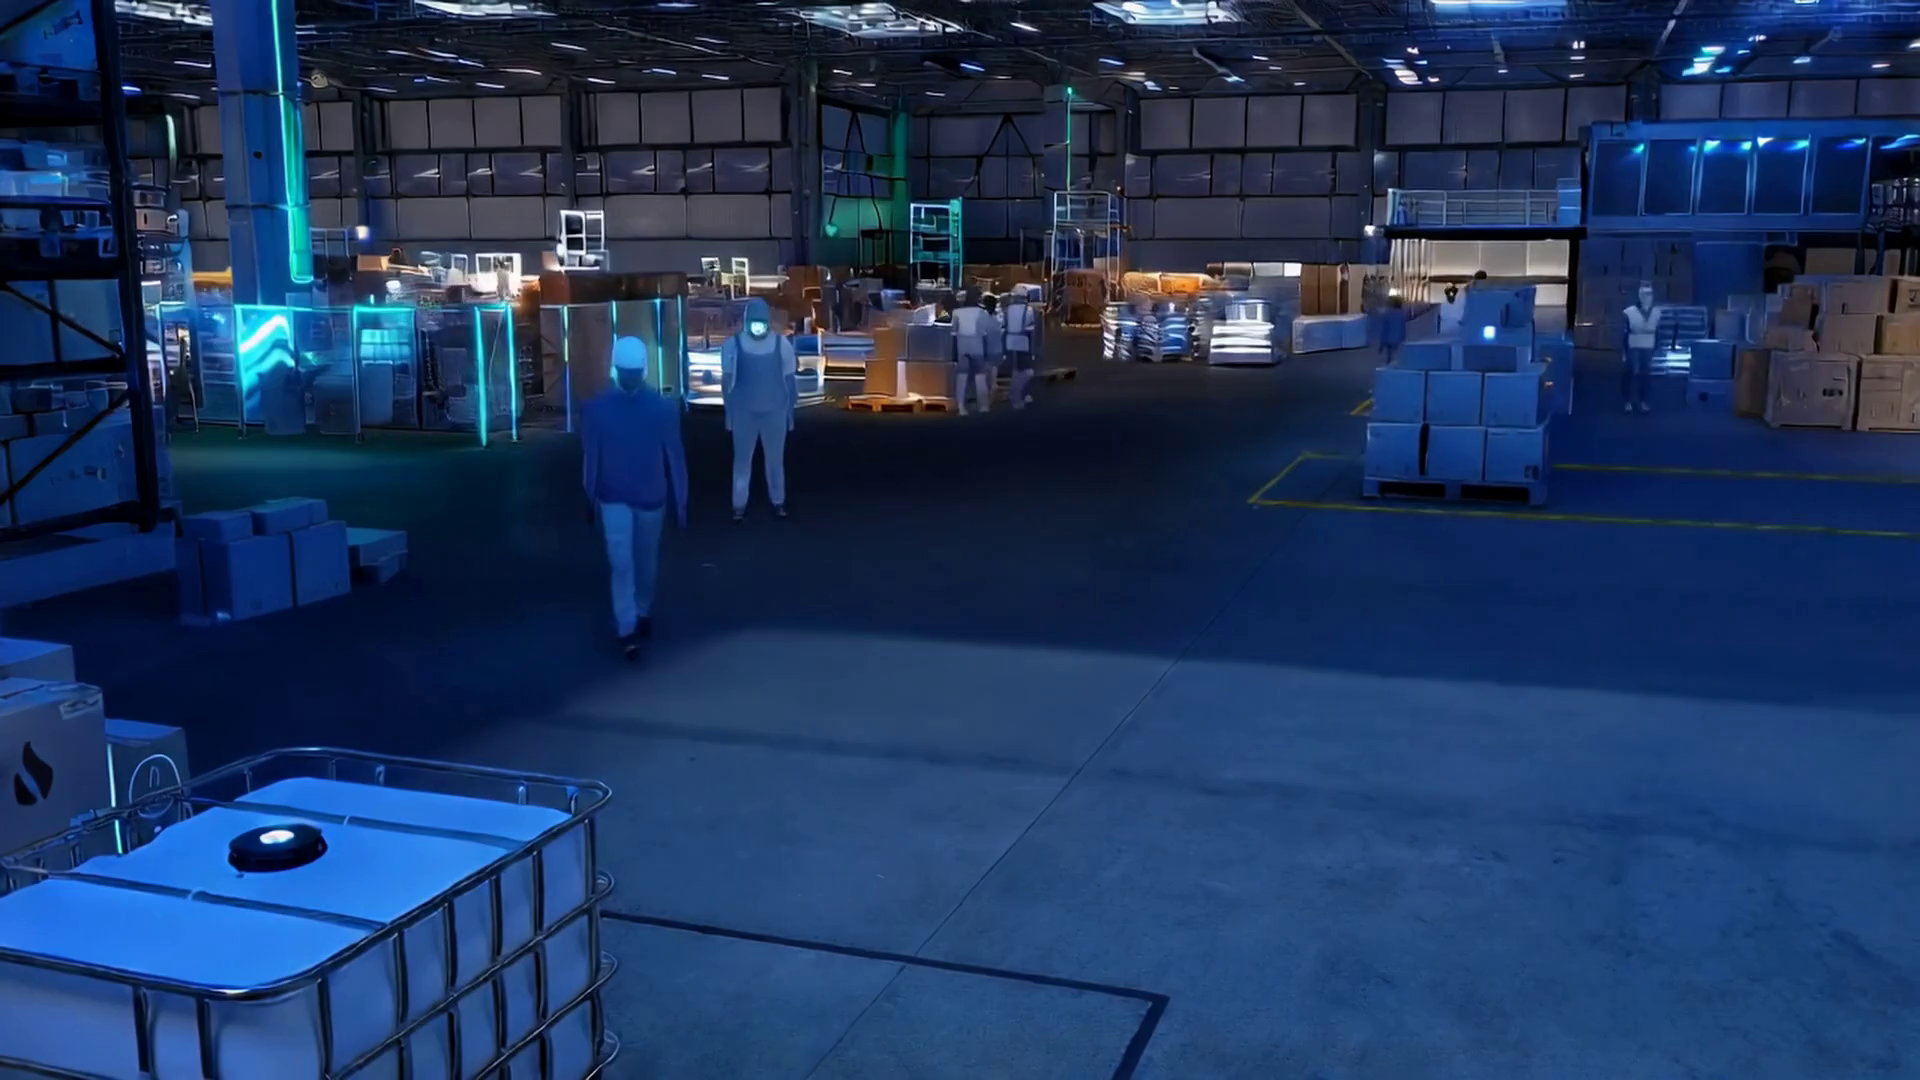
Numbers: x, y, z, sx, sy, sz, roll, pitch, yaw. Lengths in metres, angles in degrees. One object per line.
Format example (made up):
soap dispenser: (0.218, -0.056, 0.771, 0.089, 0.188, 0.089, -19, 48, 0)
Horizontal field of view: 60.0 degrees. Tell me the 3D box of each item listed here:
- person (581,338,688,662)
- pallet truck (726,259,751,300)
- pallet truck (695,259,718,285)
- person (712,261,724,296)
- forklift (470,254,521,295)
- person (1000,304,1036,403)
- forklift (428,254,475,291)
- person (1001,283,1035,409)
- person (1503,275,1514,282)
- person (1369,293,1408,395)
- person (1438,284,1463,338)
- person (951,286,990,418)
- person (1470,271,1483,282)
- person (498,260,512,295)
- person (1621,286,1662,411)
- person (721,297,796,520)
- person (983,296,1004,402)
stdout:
person: (-1.984, -0.260, 10.182, 0.634, 1.933, 1.081, -2, 10, -13)
pallet truck: (-7.986, -9.493, 62.019, 0.823, 1.965, 1.885, 3, 11, 17)
pallet truck: (-9.165, -9.627, 62.776, 0.823, 1.965, 1.885, 4, 11, 23)
person: (-8.787, -9.159, 60.395, 0.403, 1.906, 0.652, 1, 10, 5)
forklift: (-17.990, -10.121, 64.684, 1.157, 1.987, 2.680, 3, 11, 17)
person: (0.924, -2.994, 26.519, 0.526, 1.586, 0.809, -9, 13, -40)
forklift: (-20.133, -10.254, 65.465, 1.157, 1.987, 2.680, 3, 11, 19)
person: (0.880, -2.933, 25.281, 0.577, 1.922, 0.487, 6, 12, 30)
person: (11.979, -4.872, 36.407, 0.526, 1.858, 0.503, 0, 10, -2)
person: (7.191, -3.245, 27.629, 0.930, 1.716, 0.545, -4, 11, -19)
person: (8.424, -3.506, 28.779, 0.946, 1.823, 0.542, -9, 13, -41)
person: (0.163, -2.732, 24.198, 0.616, 1.908, 1.033, 4, 11, 21)
person: (11.531, -5.032, 37.114, 0.398, 1.928, 0.541, 4, 11, 19)
person: (-15.185, -8.282, 55.265, 1.065, 2.001, 0.608, -4, 11, -23)
person: (10.243, -2.857, 24.963, 0.672, 1.884, 0.762, 0, 10, -1)
person: (-1.821, -1.199, 15.188, 0.683, 2.000, 0.536, -2, 10, -10)
person: (0.466, -3.045, 26.552, 0.538, 1.695, 0.319, -4, 11, -19)
